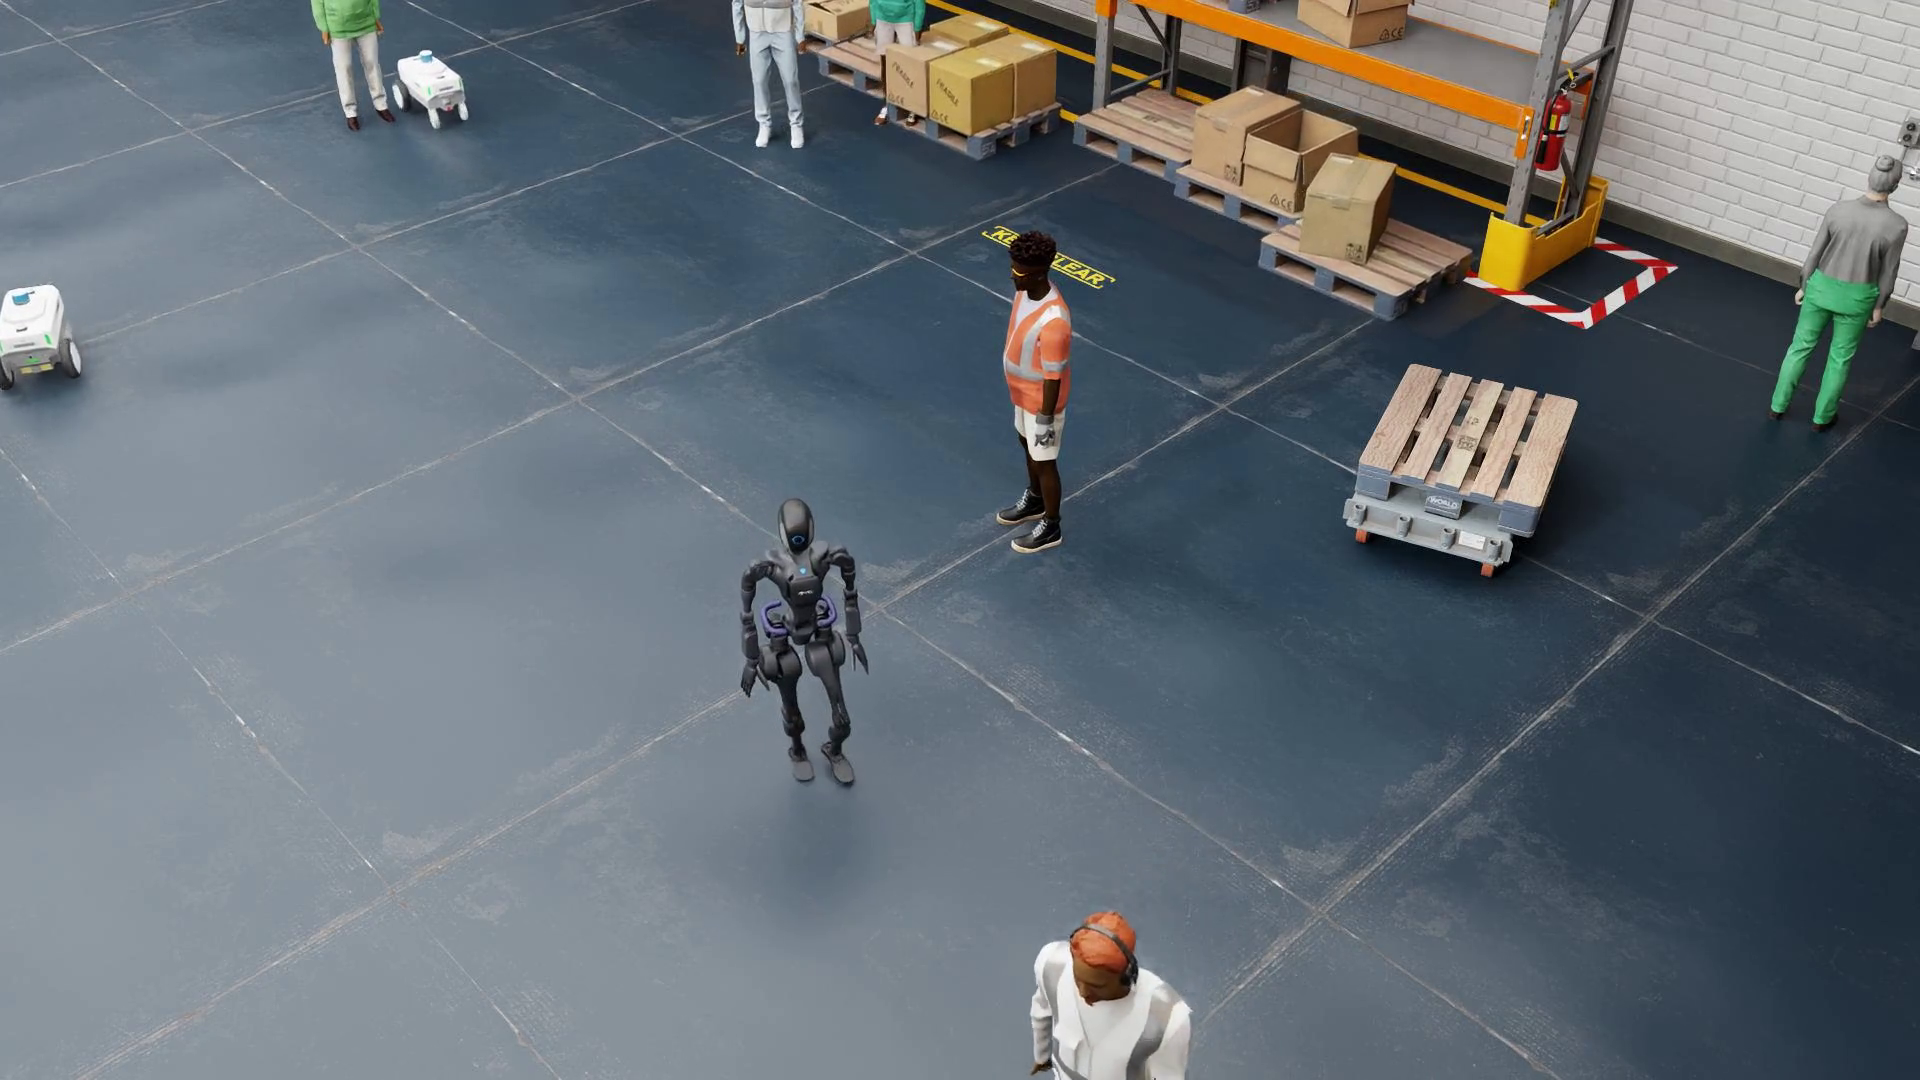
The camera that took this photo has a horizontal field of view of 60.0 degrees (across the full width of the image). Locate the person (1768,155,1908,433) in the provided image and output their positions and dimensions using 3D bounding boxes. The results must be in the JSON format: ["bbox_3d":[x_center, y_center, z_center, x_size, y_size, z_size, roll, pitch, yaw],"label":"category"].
[{"bbox_3d":[5.437,-1.521,10.244,0.523,1.840,0.325,24,43,29],"label":"person"}]

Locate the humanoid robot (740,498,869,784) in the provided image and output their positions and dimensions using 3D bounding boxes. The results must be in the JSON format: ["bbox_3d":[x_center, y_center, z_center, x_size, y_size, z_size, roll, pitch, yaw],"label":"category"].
[{"bbox_3d":[-0.733,0.487,7.721,0.609,1.643,0.370,-12,39,-15],"label":"humanoid robot"}]

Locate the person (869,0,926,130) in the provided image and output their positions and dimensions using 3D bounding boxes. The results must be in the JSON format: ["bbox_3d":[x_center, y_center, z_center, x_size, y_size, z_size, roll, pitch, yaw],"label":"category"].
[{"bbox_3d":[-0.523,-4.413,14.072,0.498,1.843,0.400,11,38,14],"label":"person"}]

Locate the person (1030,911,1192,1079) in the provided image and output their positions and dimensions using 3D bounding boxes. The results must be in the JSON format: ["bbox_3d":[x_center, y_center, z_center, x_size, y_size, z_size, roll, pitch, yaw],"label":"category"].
[{"bbox_3d":[0.474,1.921,5.668,0.612,1.864,0.557,18,41,22],"label":"person"}]

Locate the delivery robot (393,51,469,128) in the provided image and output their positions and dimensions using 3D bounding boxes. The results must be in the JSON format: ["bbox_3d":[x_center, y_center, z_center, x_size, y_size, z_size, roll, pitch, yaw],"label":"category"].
[{"bbox_3d":[-4.624,-3.986,14.558,0.499,0.576,0.757,-24,43,-29],"label":"delivery robot"}]

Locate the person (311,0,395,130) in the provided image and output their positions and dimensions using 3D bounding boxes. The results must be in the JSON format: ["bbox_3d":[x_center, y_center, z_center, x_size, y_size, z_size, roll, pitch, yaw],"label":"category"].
[{"bbox_3d":[-5.169,-4.383,14.081,0.550,1.781,0.384,-22,42,-26],"label":"person"}]

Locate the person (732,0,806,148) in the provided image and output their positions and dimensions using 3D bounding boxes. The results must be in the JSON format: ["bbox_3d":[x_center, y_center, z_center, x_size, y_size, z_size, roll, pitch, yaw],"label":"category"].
[{"bbox_3d":[-1.564,-4.192,13.727,0.599,1.904,0.394,2,37,3],"label":"person"}]

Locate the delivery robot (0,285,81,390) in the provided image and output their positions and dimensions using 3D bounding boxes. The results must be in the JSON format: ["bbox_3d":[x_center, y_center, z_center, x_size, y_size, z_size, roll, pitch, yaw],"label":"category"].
[{"bbox_3d":[-6.213,-1.404,11.147,0.499,0.585,0.765,-12,39,-15],"label":"delivery robot"}]

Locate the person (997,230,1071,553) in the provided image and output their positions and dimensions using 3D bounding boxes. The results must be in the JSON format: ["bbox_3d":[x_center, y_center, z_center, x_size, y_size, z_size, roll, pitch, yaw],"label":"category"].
[{"bbox_3d":[0.420,-0.819,9.223,0.373,1.958,0.596,-7,38,-10],"label":"person"}]
